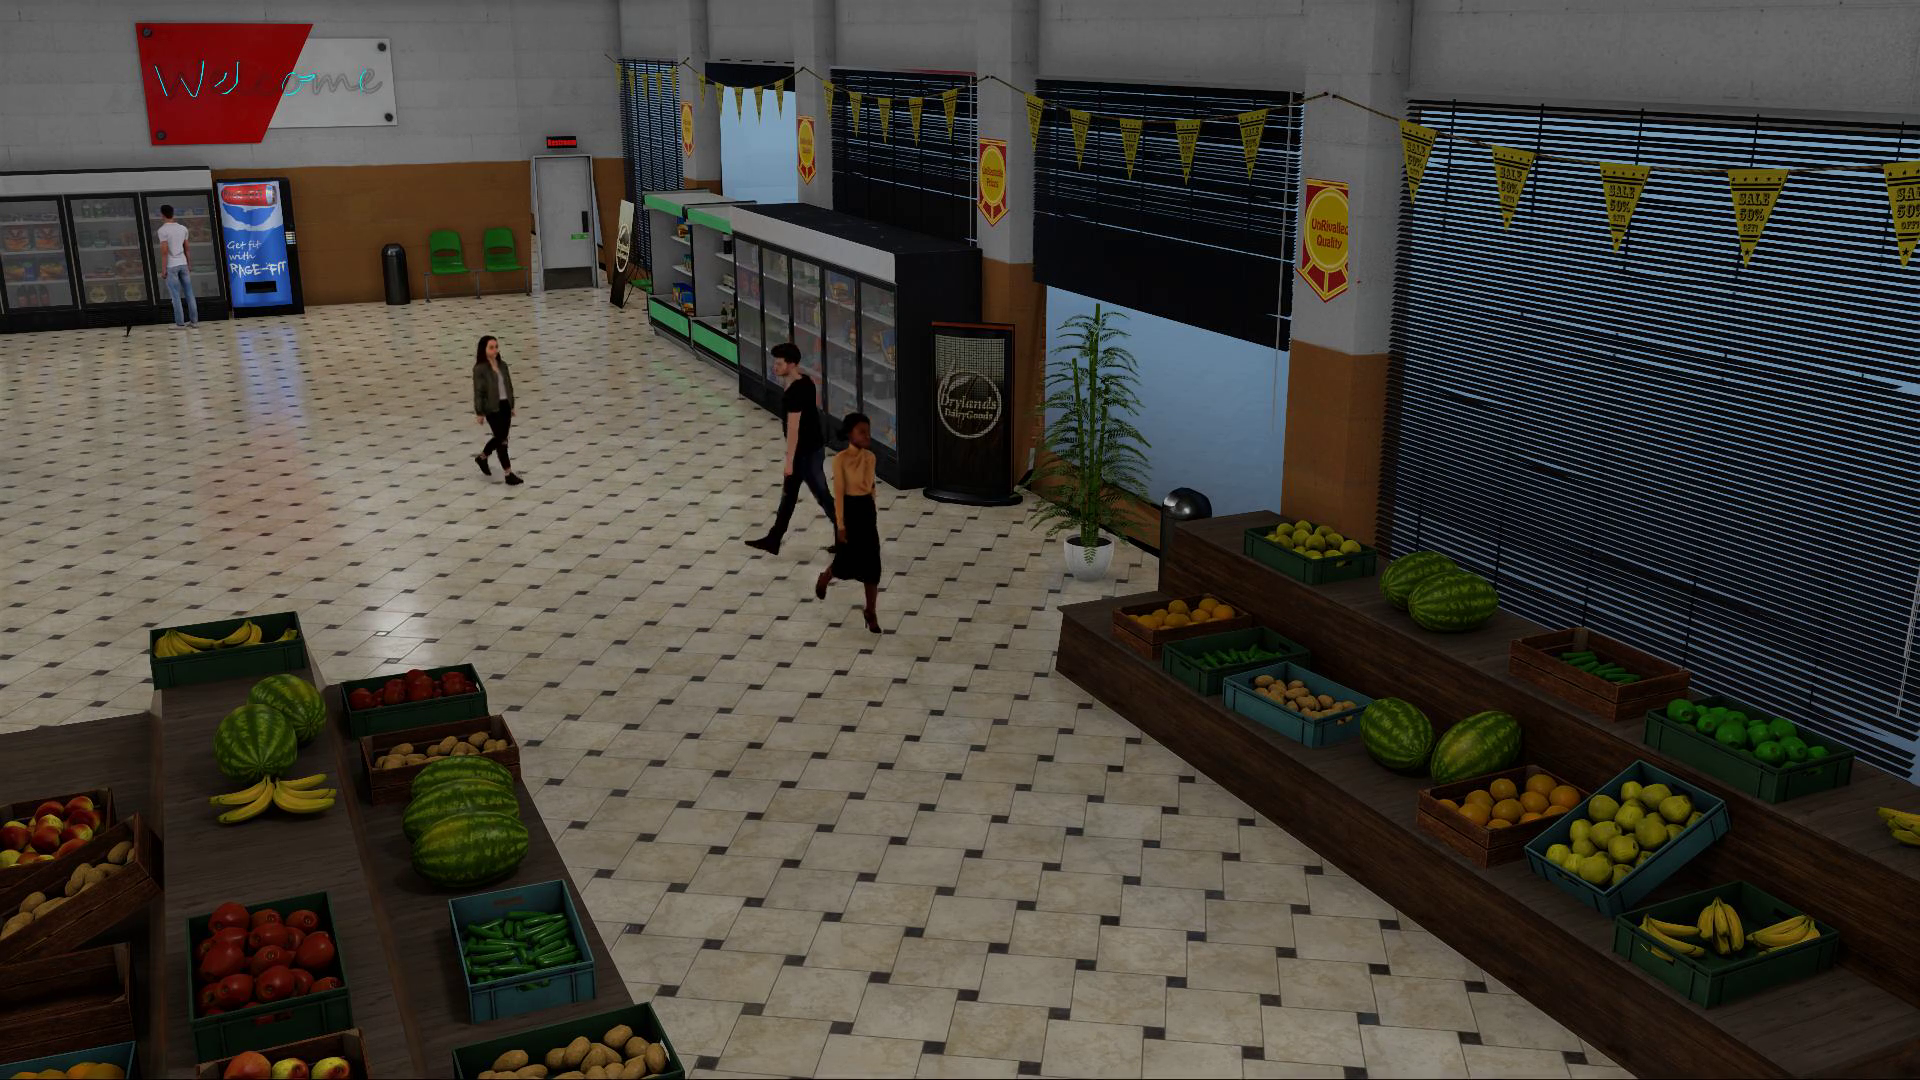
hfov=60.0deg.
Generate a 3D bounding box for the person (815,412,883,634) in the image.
[{"bbox_3d":[-0.825,-0.124,12.267,0.706,1.632,0.981,-14,22,-38],"label":"person"}]

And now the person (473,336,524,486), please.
[{"bbox_3d":[-4.608,-1.278,16.375,1.041,1.452,0.889,11,20,32],"label":"person"}]

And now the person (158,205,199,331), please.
[{"bbox_3d":[-11.765,-4.097,24.970,0.760,1.853,0.727,8,19,25],"label":"person"}]

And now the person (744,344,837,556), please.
[{"bbox_3d":[-1.199,-0.713,13.863,1.090,1.831,1.255,1,17,2],"label":"person"}]
